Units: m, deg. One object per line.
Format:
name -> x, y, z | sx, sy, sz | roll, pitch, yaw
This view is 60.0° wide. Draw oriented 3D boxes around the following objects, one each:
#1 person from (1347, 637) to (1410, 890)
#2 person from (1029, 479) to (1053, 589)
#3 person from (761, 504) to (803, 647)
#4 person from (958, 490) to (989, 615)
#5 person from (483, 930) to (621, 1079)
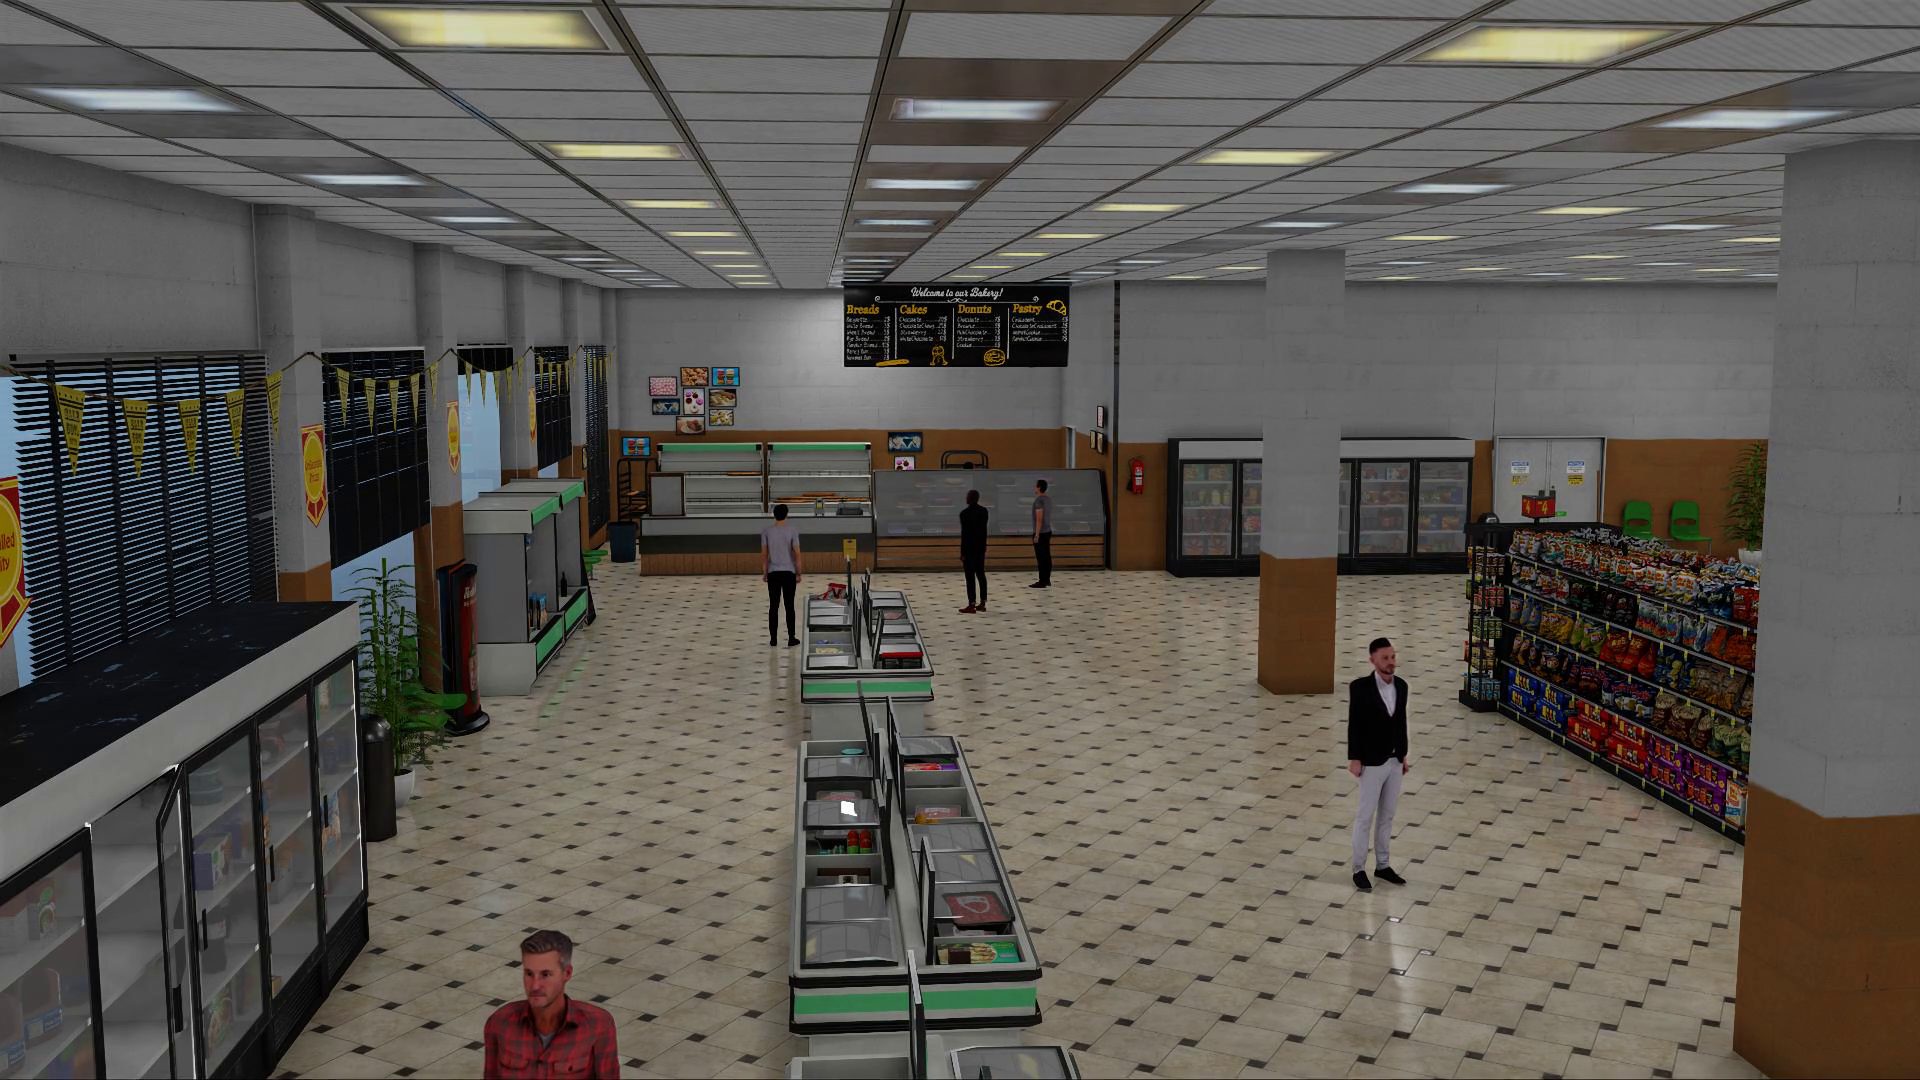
person -> 3.081, 1.620, 12.249 | 0.716, 1.844, 0.666 | -3, 7, -22
person -> 1.335, -0.114, 26.972 | 0.773, 1.754, 0.660 | 3, 8, 24
person -> -2.344, 0.454, 21.817 | 0.708, 1.863, 0.605 | 1, 7, 5
person -> 0.211, 0.162, 24.430 | 0.826, 1.818, 0.785 | 7, 10, 44
person -> -1.539, 2.351, 6.262 | 0.692, 1.831, 0.557 | 0, 7, -1
